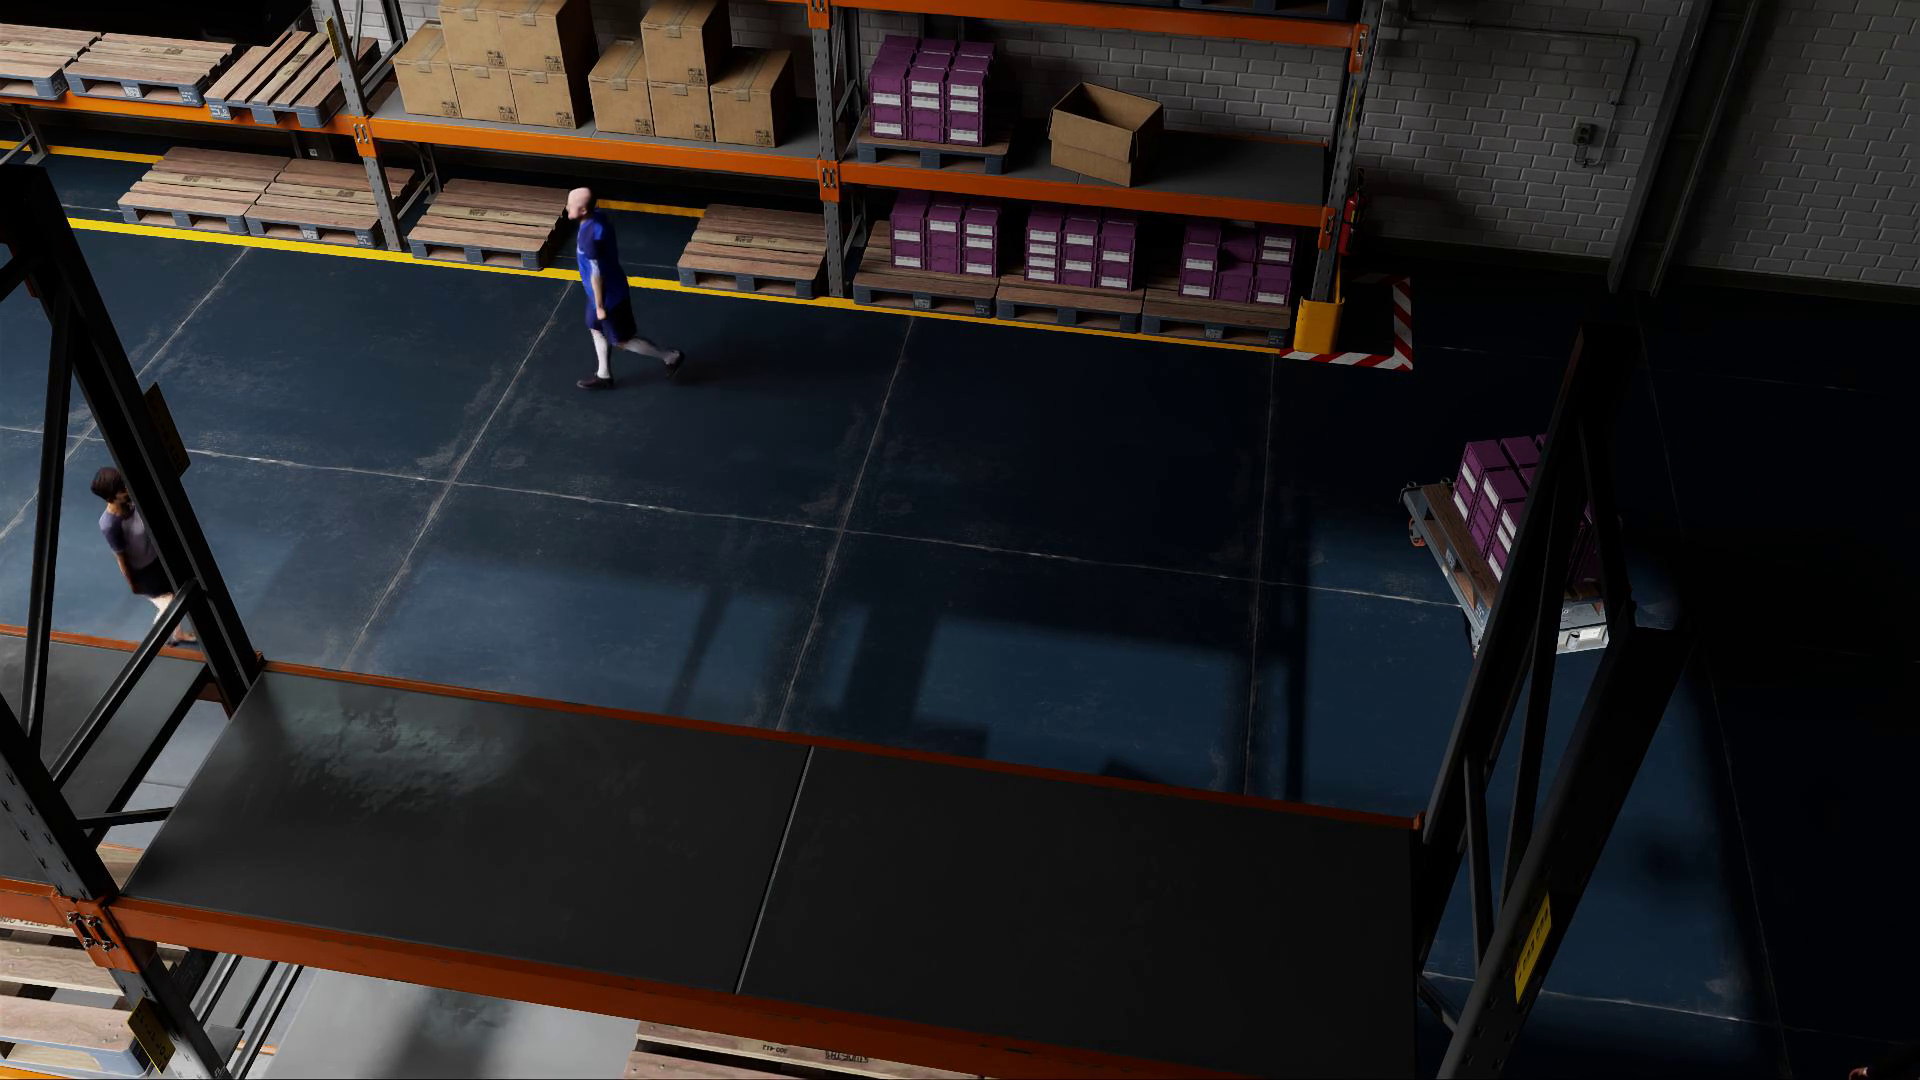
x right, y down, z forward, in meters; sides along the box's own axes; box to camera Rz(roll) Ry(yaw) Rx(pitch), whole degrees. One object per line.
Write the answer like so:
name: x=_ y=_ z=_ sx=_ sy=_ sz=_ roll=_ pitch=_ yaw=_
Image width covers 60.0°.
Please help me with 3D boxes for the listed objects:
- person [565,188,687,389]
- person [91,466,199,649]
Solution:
person: x=-2.604 y=-1.892 z=12.672 sx=1.214 sy=1.815 sz=0.966 roll=-9 pitch=44 yaw=-10
person: x=-5.325 y=0.130 z=10.738 sx=0.604 sy=1.557 sz=0.597 roll=1 pitch=44 yaw=1
